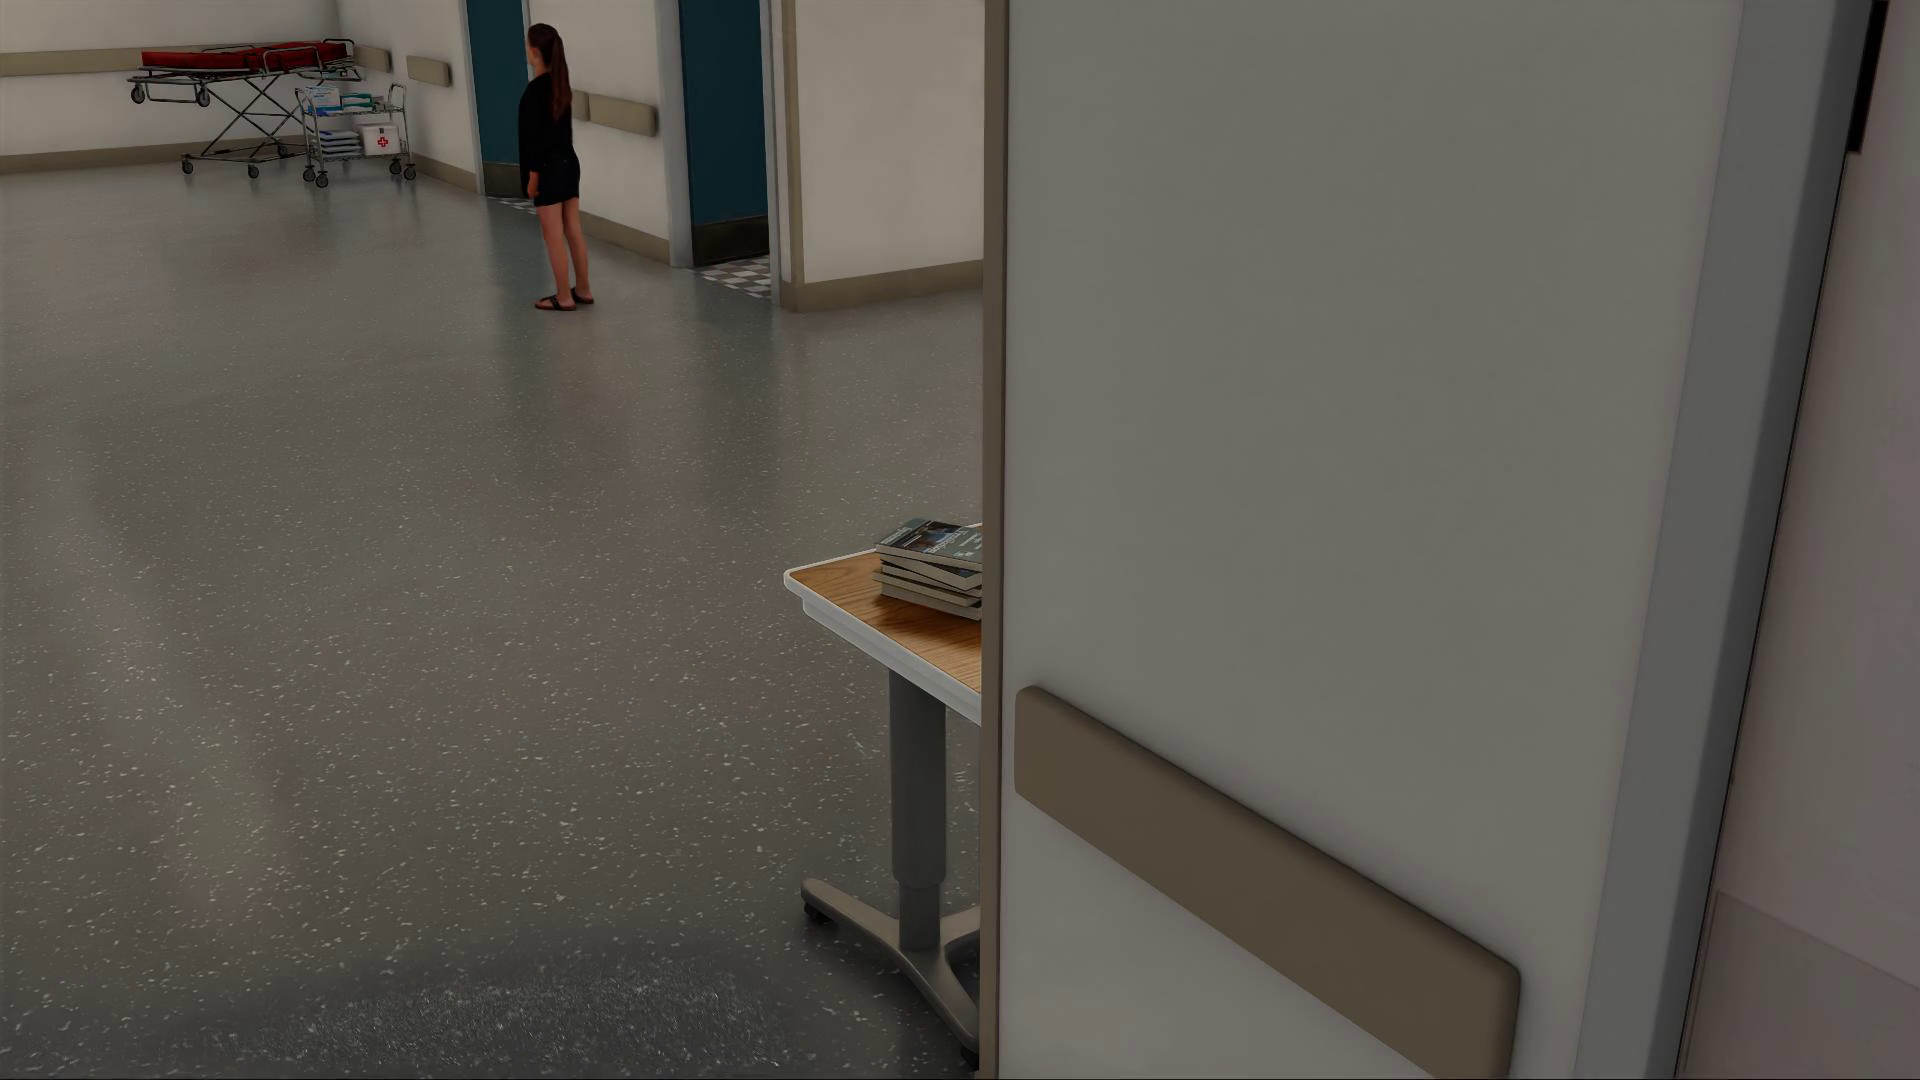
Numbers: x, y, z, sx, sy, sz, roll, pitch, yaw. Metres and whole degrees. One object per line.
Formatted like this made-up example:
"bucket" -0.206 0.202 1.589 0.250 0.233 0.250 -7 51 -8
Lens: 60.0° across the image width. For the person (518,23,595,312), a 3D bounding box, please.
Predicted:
"person" -2.268 -2.078 9.291 0.673 1.555 0.638 9 23 23
